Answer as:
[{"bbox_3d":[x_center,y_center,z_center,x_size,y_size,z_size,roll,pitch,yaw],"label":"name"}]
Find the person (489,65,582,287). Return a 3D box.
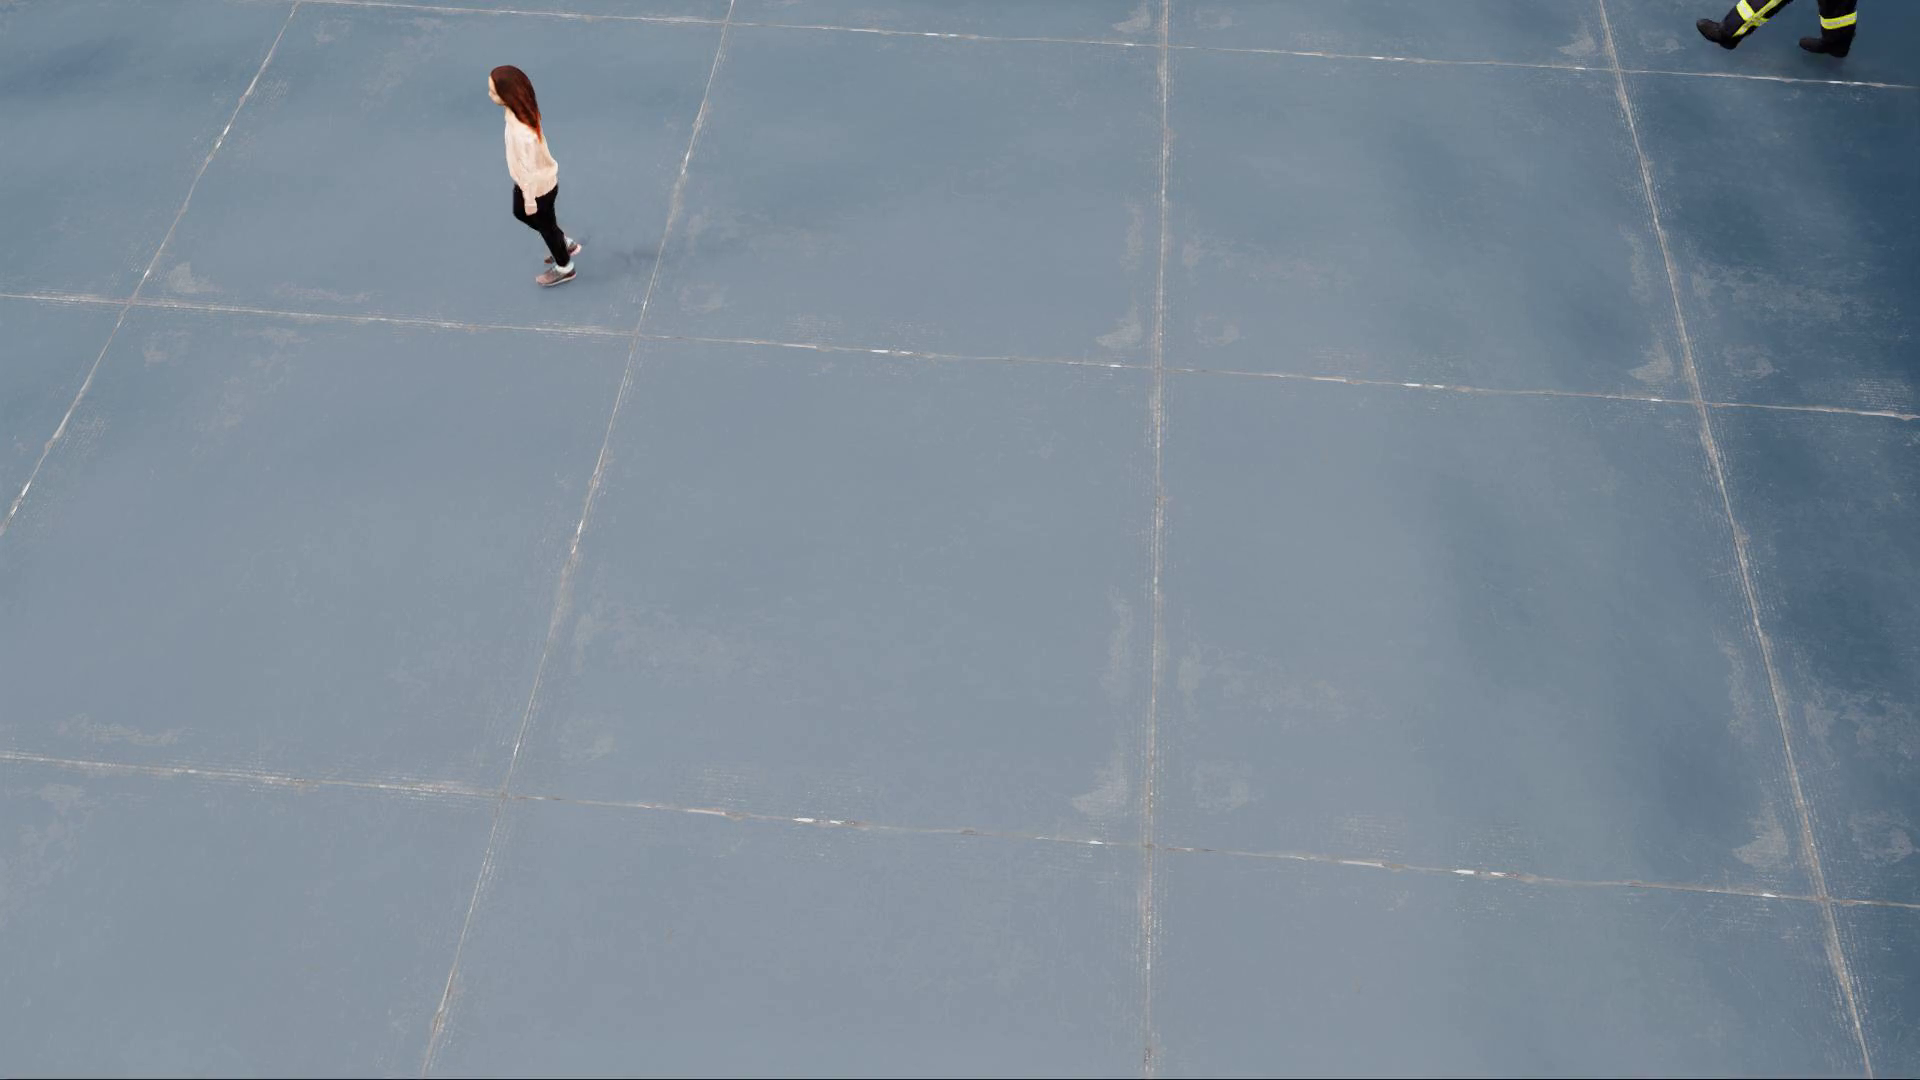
[{"bbox_3d":[-2.308,-2.015,9.263,0.681,1.473,0.659,-18,54,-13],"label":"person"}]

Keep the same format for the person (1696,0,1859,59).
[{"bbox_3d":[5.557,-3.814,10.405,1.318,1.870,0.997,16,54,12],"label":"person"}]
